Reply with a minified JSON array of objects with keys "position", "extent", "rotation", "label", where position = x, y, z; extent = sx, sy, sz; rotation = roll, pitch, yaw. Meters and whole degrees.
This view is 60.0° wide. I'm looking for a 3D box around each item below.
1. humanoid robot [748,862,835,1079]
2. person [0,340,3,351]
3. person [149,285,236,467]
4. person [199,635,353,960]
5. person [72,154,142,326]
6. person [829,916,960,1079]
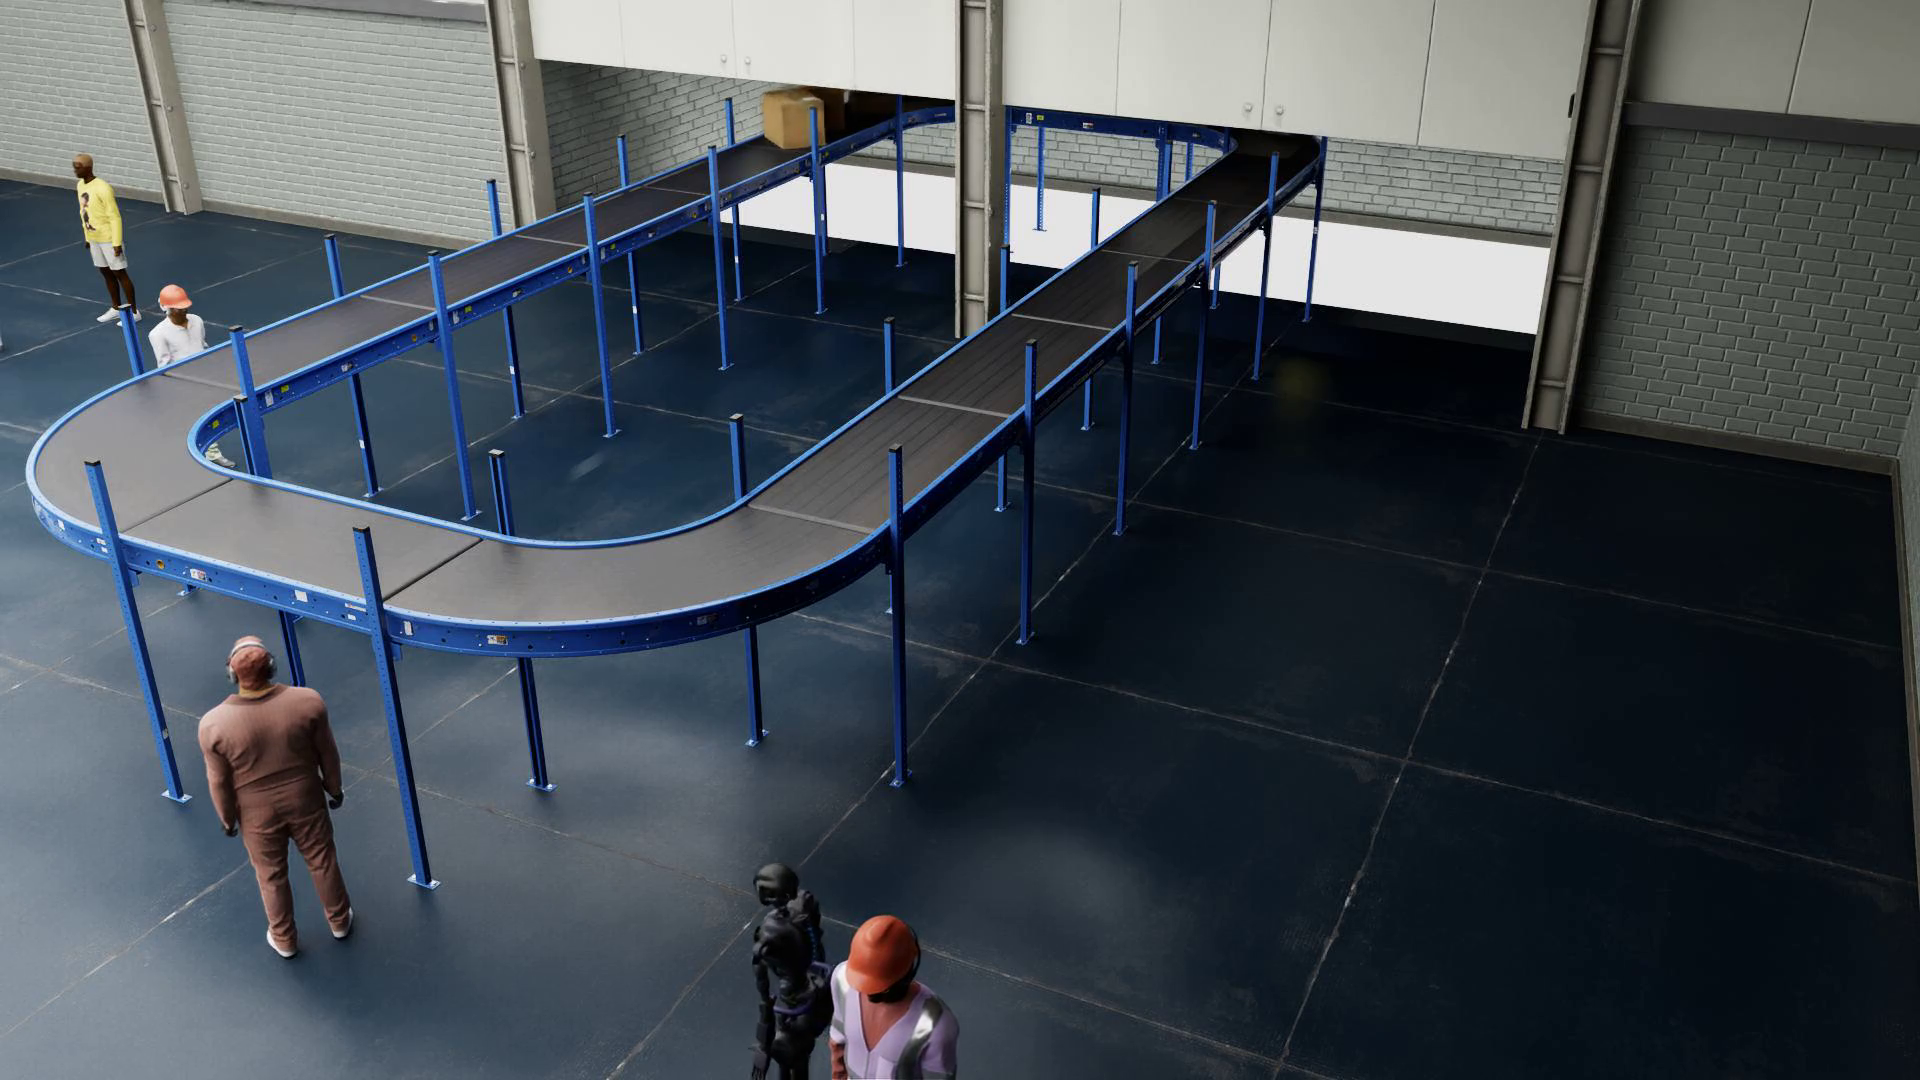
[{"position":[-0.683,2.155,7.573],"extent":[0.631,1.634,0.615],"rotation":[11,28,21],"label":"humanoid robot"},{"position":[-10.383,-2.808,17.381],"extent":[0.414,1.831,0.565],"rotation":[-1,26,-1],"label":"person"},{"position":[-6.756,-1.396,14.618],"extent":[0.329,1.750,0.571],"rotation":[9,28,18],"label":"person"},{"position":[-3.631,1.369,8.876],"extent":[0.653,1.906,0.409],"rotation":[-15,30,-28],"label":"person"},{"position":[-9.417,-3.308,18.310],"extent":[0.556,1.897,0.356],"rotation":[15,30,27],"label":"person"},{"position":[-0.293,2.346,6.771],"extent":[0.607,2.035,0.403],"rotation":[19,32,33],"label":"person"}]
